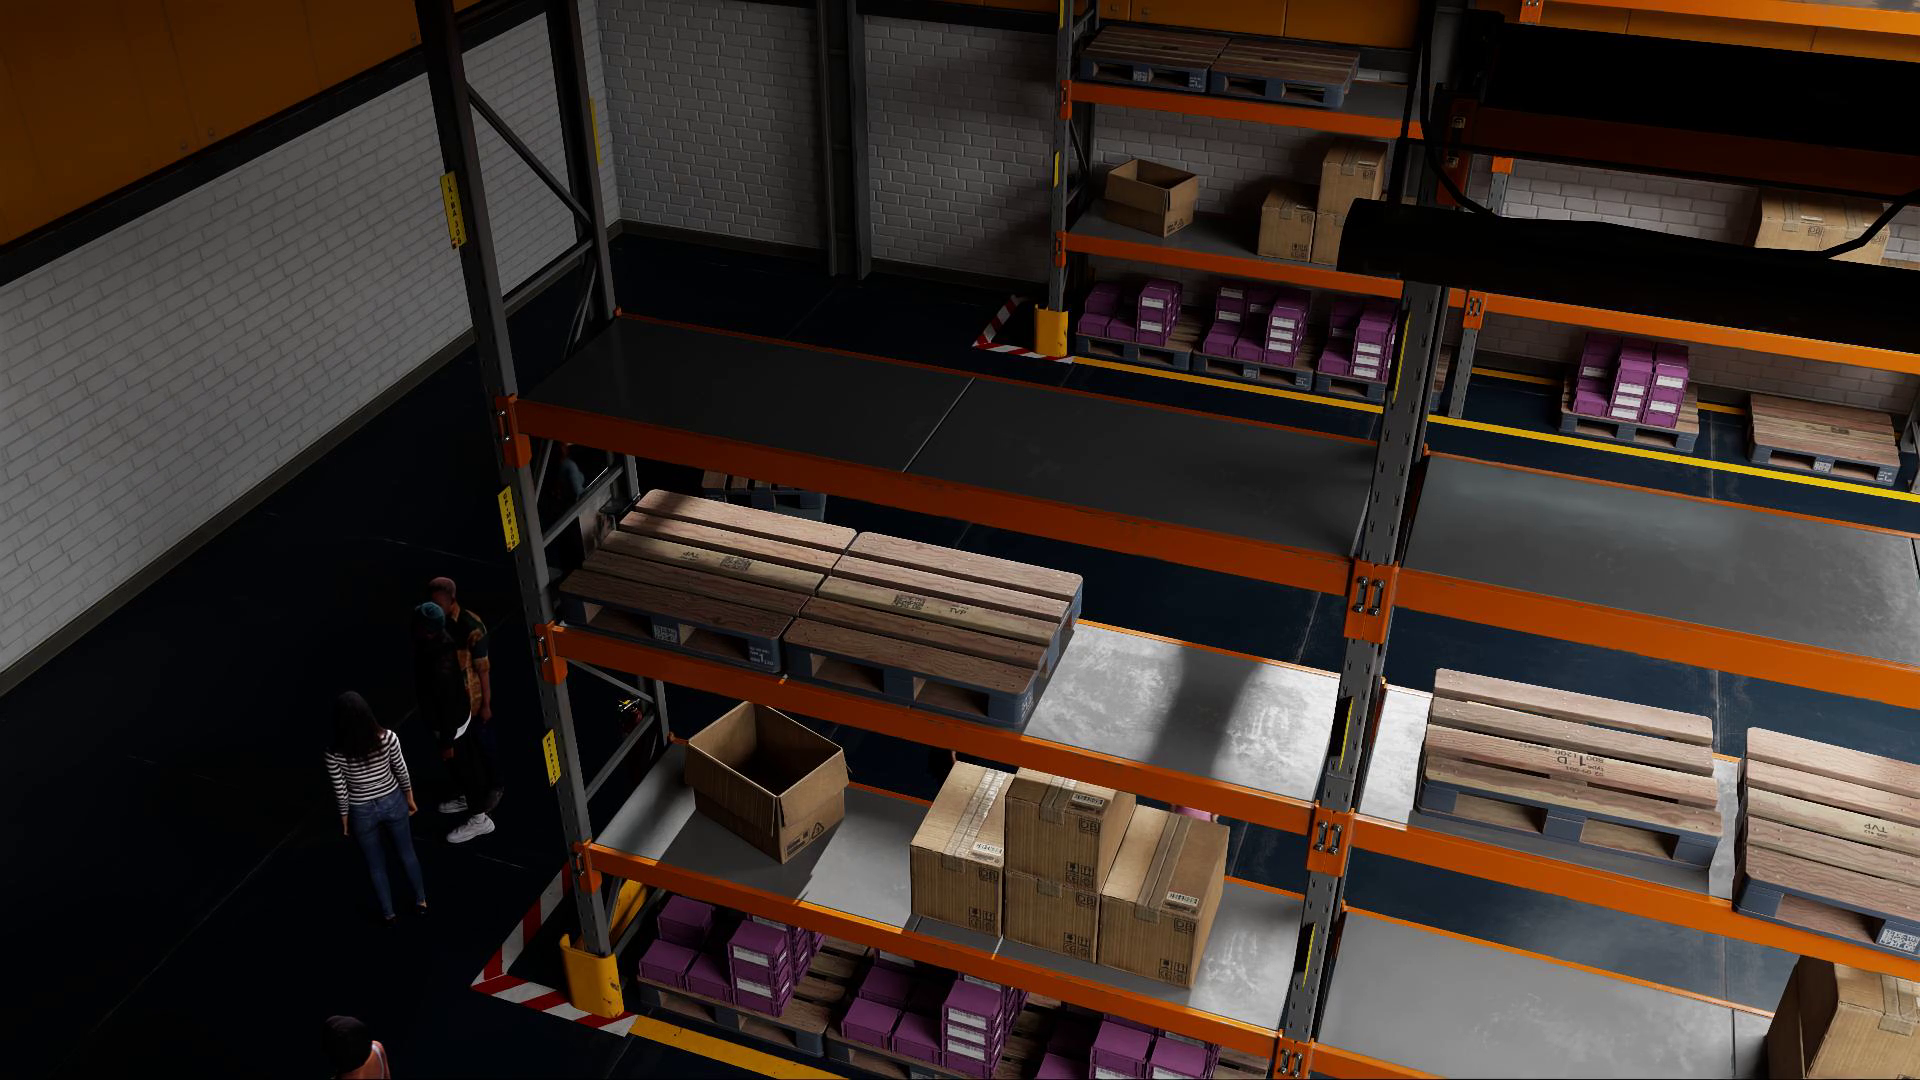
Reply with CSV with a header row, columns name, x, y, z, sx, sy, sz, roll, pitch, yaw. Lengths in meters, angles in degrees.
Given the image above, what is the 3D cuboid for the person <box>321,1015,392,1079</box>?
name,x,y,z,sx,sy,sz,roll,pitch,yaw
person,-2.872,2.932,8.135,0.501,1.695,0.579,13,36,18

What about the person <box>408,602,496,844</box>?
name,x,y,z,sx,sy,sz,roll,pitch,yaw
person,-3.296,1.144,10.715,0.806,1.818,0.760,-12,36,-18

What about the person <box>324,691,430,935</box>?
name,x,y,z,sx,sy,sz,roll,pitch,yaw
person,-3.498,1.642,9.985,0.653,1.796,0.689,-18,38,-25

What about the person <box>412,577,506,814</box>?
name,x,y,z,sx,sy,sz,roll,pitch,yaw
person,-3.286,0.995,10.947,0.589,1.807,0.756,10,35,15
